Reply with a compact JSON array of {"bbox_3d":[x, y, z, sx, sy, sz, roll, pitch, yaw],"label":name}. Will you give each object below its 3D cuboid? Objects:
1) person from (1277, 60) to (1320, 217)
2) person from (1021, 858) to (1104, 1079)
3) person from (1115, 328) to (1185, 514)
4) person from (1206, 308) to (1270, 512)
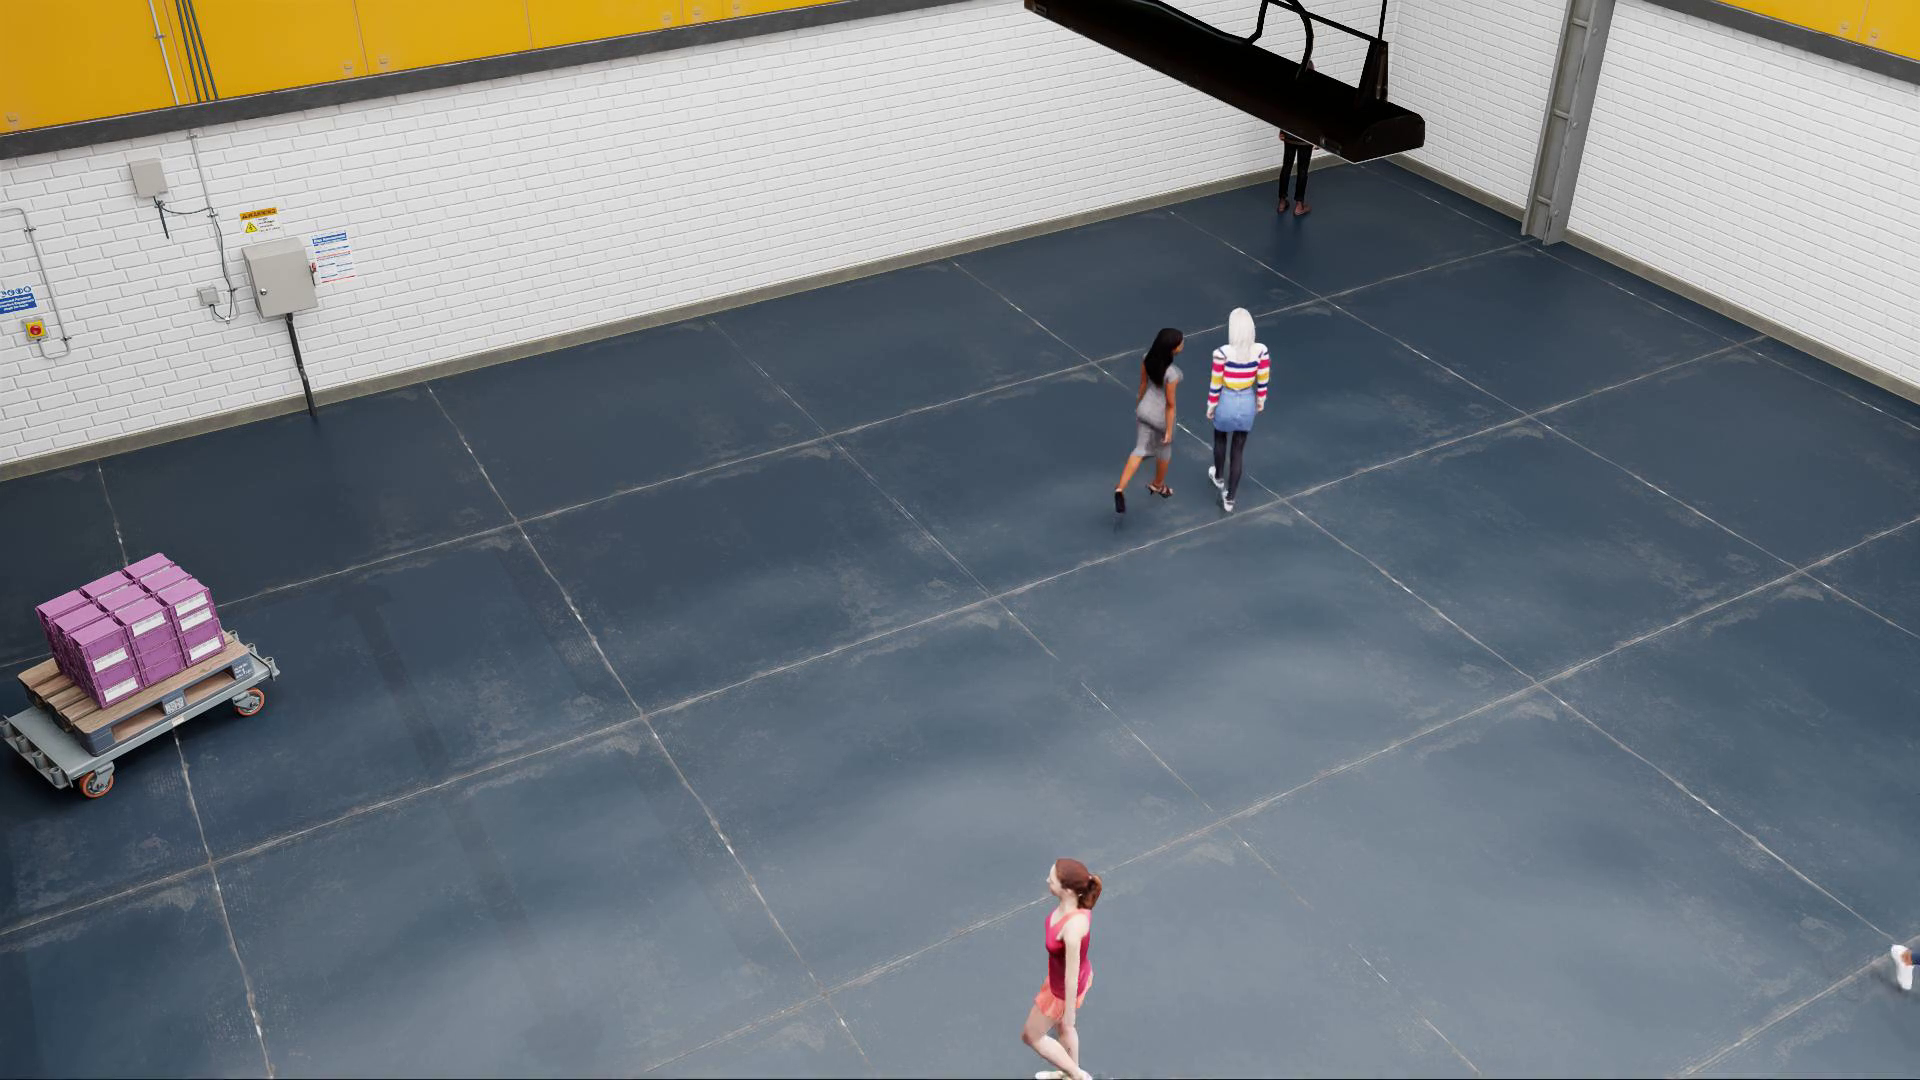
[{"bbox_3d":[3.986,-4.745,19.579,0.660,1.835,0.829,24,40,32],"label":"person"},{"bbox_3d":[0.640,2.393,8.926,0.777,1.739,0.715,4,34,6],"label":"person"},{"bbox_3d":[1.588,-0.965,13.973,0.819,1.745,0.973,-26,41,-33],"label":"person"},{"bbox_3d":[2.349,-1.060,14.091,0.895,1.773,1.010,-2,34,-3],"label":"person"}]
